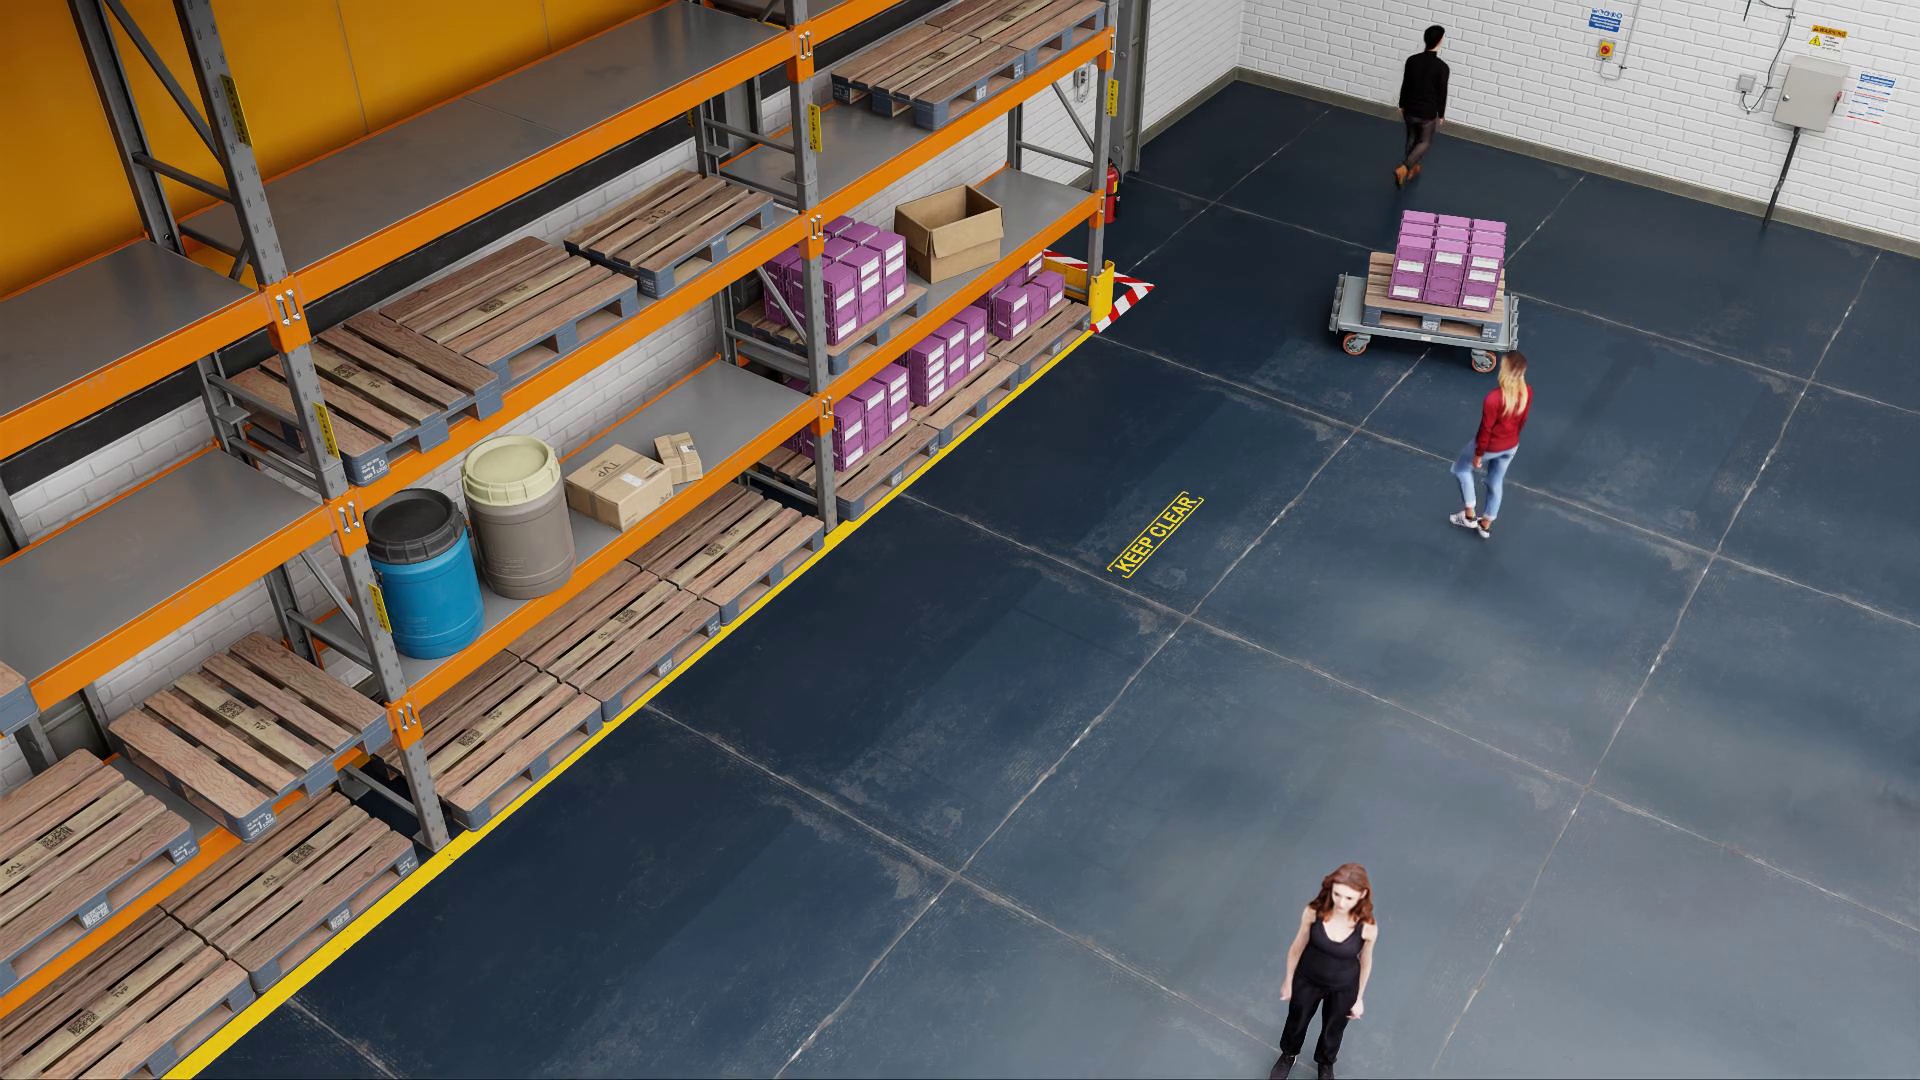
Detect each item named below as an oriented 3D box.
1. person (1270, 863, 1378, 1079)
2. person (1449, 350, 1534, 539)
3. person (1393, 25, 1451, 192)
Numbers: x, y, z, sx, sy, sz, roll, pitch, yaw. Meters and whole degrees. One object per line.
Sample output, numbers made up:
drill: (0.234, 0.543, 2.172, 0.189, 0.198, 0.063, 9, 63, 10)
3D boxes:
person: (1.944, 2.312, 8.794, 0.649, 1.748, 0.620, 11, 40, 14)
person: (4.105, -0.671, 12.632, 0.705, 1.619, 0.793, -15, 41, -18)
person: (4.793, -4.486, 17.337, 0.729, 1.709, 0.982, 29, 47, 31)
